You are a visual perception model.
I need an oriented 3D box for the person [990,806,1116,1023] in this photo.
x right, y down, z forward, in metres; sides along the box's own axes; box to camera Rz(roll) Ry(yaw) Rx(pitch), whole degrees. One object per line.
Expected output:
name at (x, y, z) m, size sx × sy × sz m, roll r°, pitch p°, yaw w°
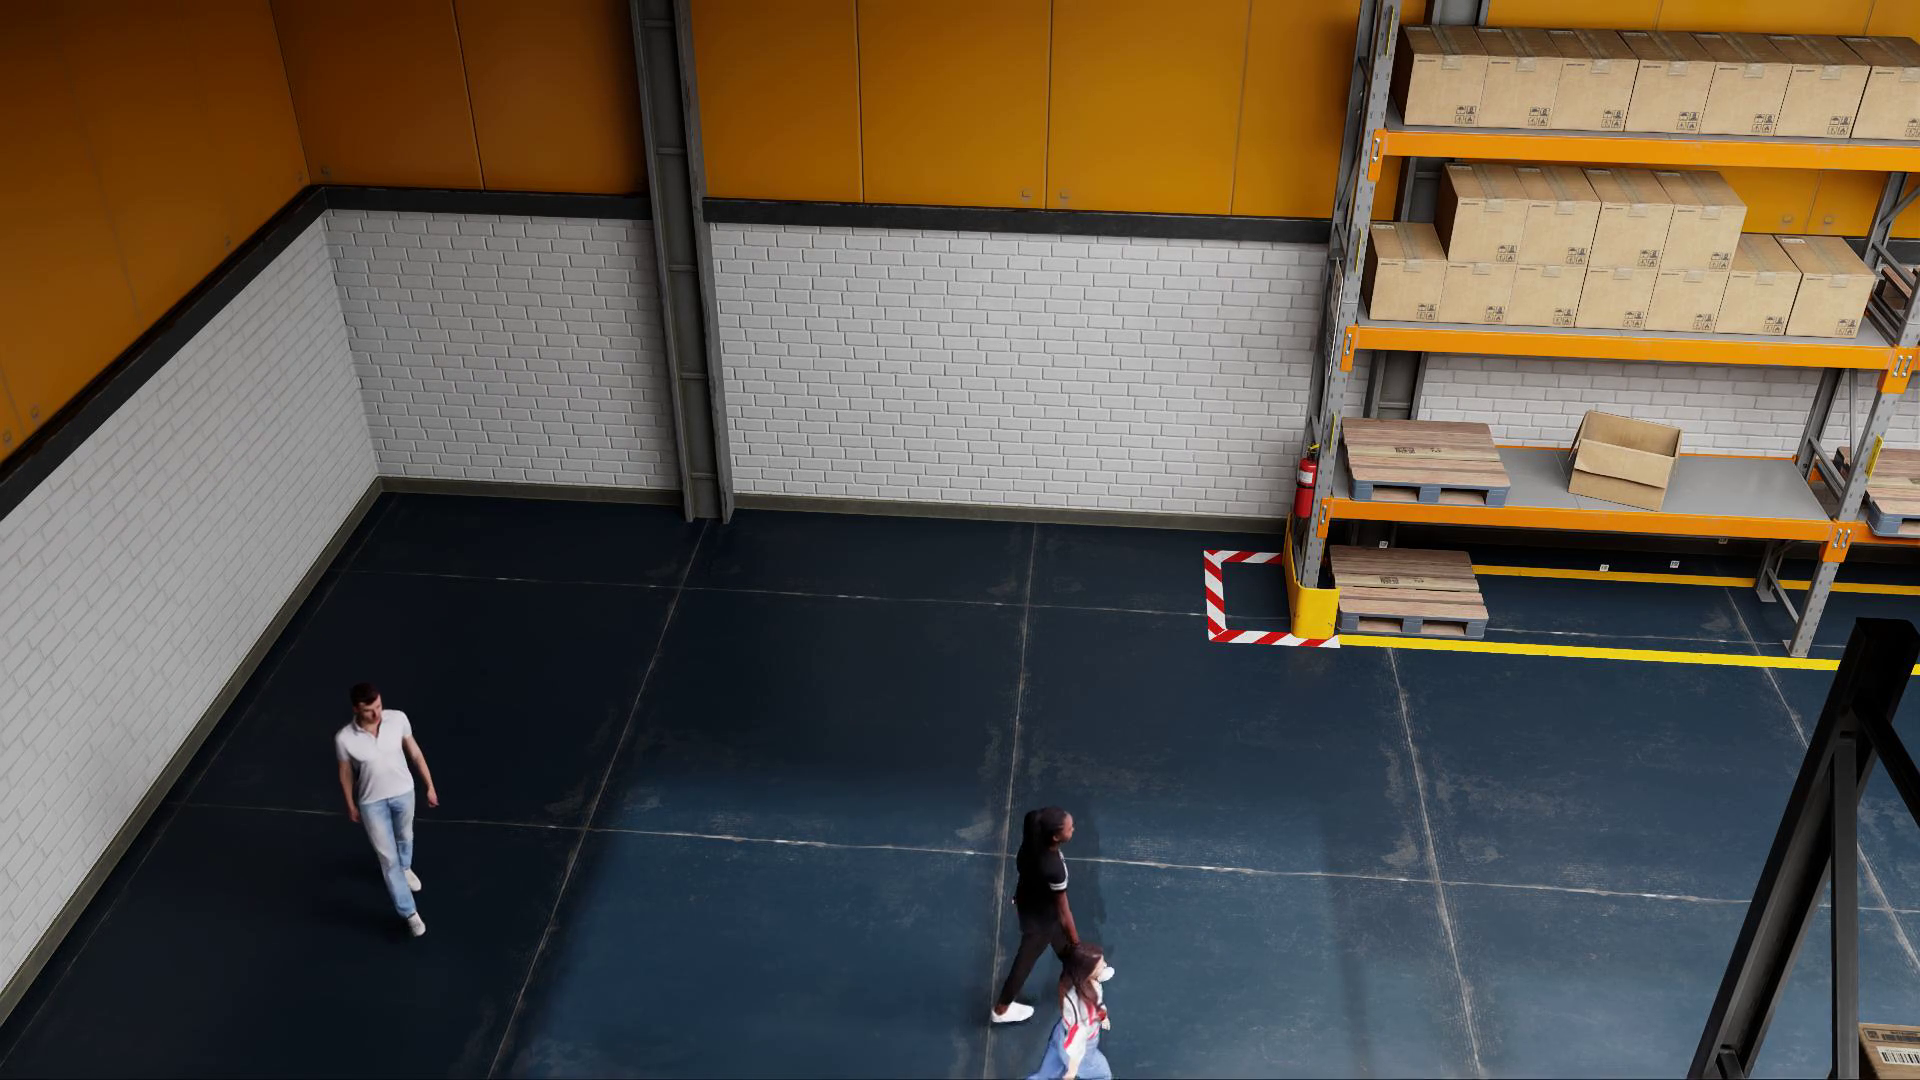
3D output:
person at (0.399, 2.287, 10.021) m, size 1.149 × 1.697 × 0.870 m, roll -8°, pitch 34°, yaw -11°

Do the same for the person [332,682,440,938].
person at (-3.778, 1.634, 10.892) m, size 1.082 × 1.820 × 1.132 m, roll -23°, pitch 40°, yaw -30°

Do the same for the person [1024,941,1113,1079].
person at (0.555, 2.830, 9.313) m, size 1.119 × 1.577 × 0.768 m, roll -5°, pitch 34°, yaw -8°
